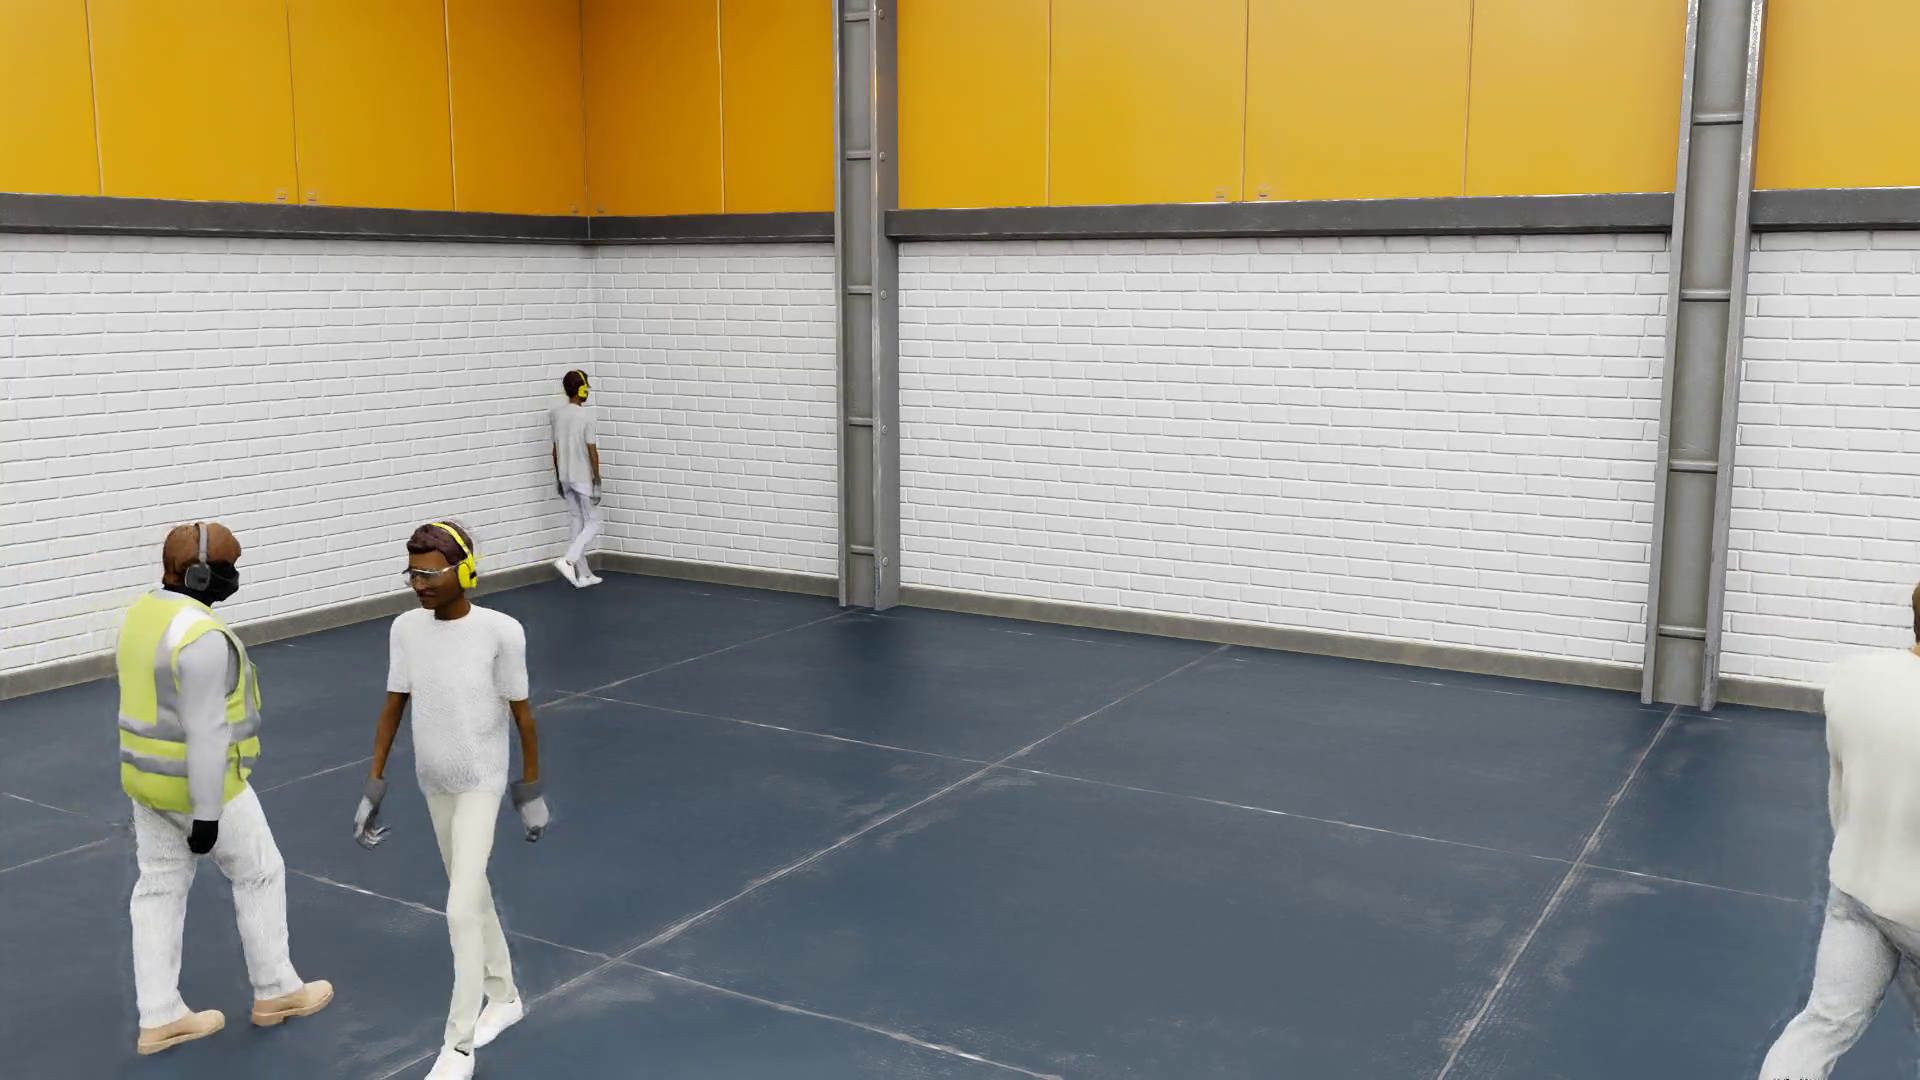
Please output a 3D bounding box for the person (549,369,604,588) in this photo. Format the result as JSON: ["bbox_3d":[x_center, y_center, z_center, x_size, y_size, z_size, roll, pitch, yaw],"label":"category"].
[{"bbox_3d":[-3.216,-0.495,13.895,0.549,1.856,0.621,5,10,28],"label":"person"}]

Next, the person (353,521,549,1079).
[{"bbox_3d":[-1.719,0.864,5.468,0.524,1.830,0.842,3,10,21],"label":"person"}]

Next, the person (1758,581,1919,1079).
[{"bbox_3d":[2.538,0.986,4.522,0.989,1.900,0.632,-3,10,-19],"label":"person"}]

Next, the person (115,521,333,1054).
[{"bbox_3d":[-2.556,0.827,5.773,0.618,1.805,0.775,7,11,37],"label":"person"}]
